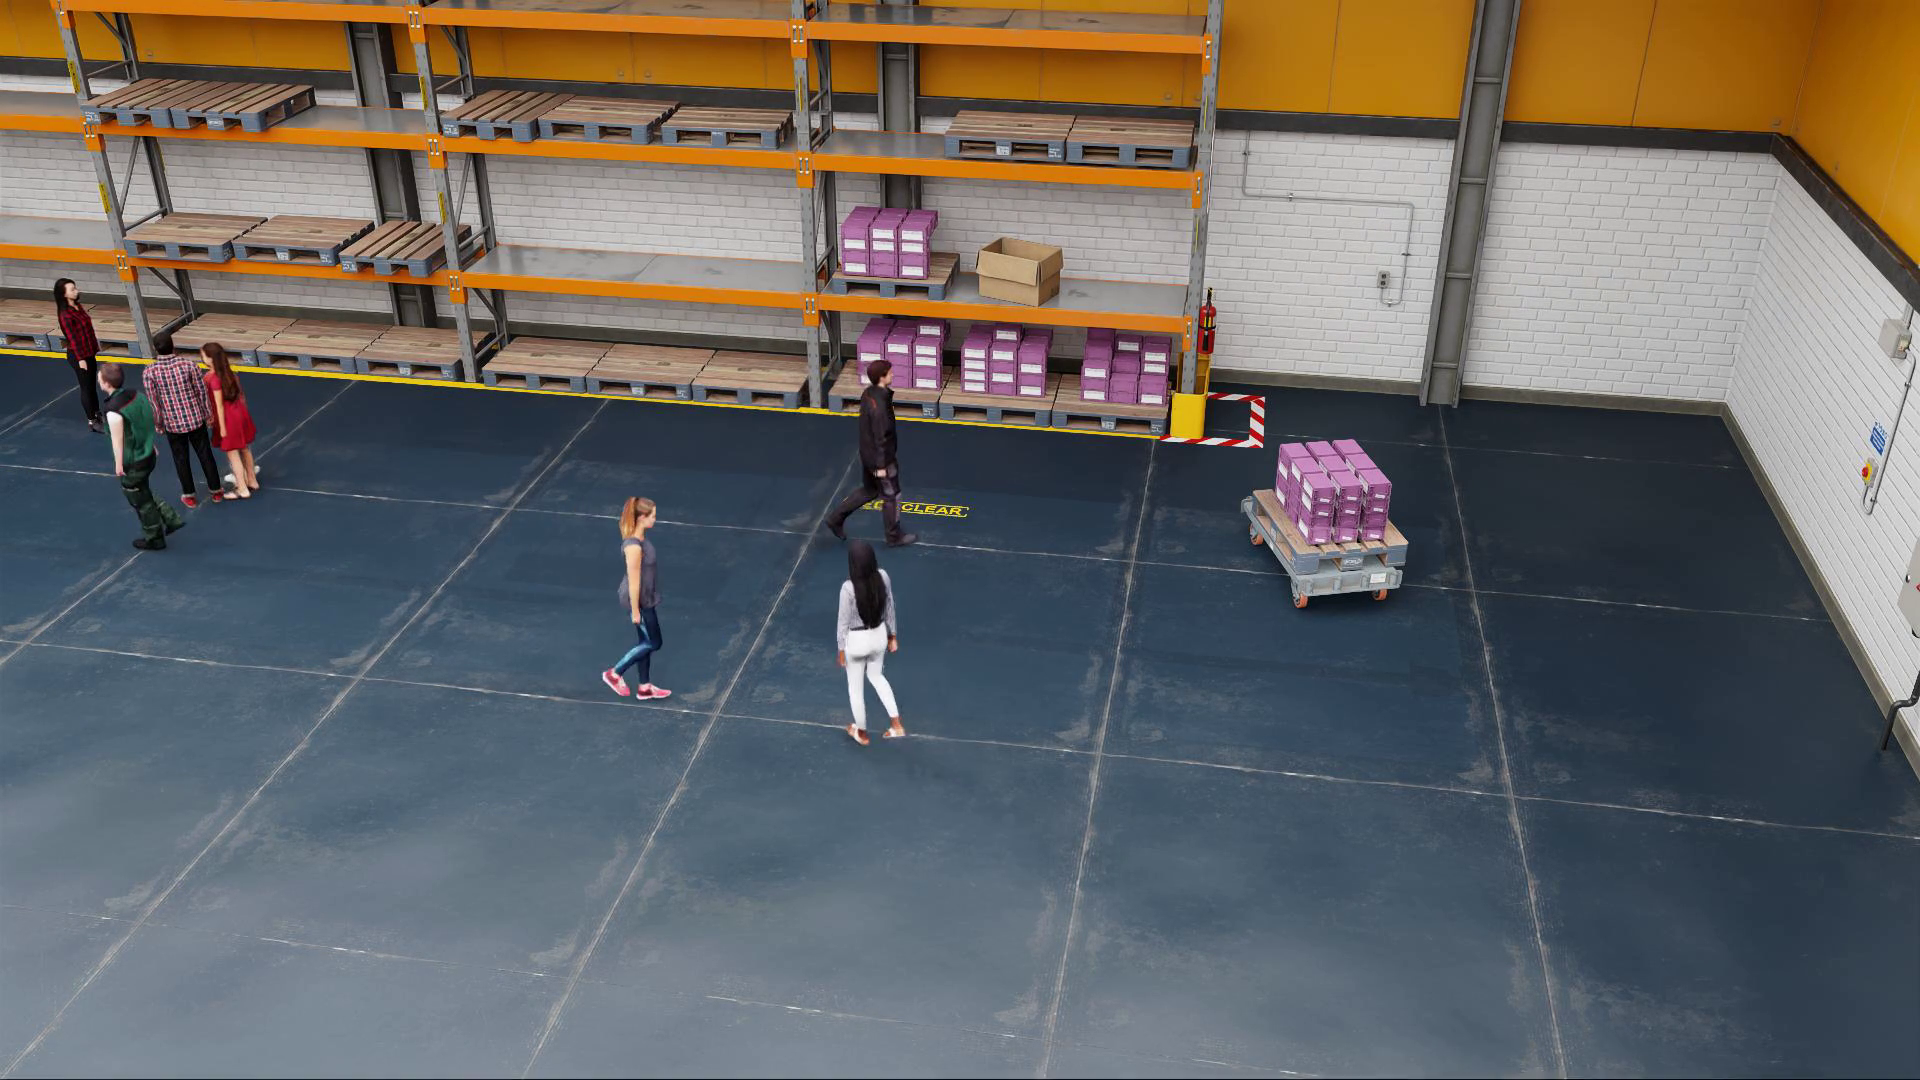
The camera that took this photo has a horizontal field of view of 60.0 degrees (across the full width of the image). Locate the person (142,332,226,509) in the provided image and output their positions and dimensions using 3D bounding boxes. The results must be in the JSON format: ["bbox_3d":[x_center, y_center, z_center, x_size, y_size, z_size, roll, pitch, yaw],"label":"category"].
[{"bbox_3d":[-7.354,-1.150,15.745,0.760,1.761,0.847,-14,32,-24],"label":"person"}]

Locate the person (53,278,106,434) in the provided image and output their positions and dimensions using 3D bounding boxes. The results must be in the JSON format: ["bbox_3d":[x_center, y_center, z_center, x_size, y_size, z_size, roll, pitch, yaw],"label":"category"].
[{"bbox_3d":[-9.131,-1.920,17.263,0.619,1.658,0.640,-5,29,-9],"label":"person"}]

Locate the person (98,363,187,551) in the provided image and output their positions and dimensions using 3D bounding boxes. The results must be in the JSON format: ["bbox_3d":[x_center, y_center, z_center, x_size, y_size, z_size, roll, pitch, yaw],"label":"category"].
[{"bbox_3d":[-7.326,-0.727,14.894,0.765,1.833,0.701,0,29,1],"label":"person"}]

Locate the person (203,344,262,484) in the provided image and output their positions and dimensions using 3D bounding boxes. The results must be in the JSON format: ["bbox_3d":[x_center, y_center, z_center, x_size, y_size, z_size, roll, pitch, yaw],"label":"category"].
[{"bbox_3d":[-7.150,-1.233,16.264,0.528,1.408,0.620,-3,29,-5],"label":"person"}]

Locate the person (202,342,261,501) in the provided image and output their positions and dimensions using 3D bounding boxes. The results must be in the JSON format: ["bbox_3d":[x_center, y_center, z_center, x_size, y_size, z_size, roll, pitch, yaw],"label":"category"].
[{"bbox_3d":[-7.007,-1.169,16.000,0.669,1.550,0.624,-1,29,-2],"label":"person"}]

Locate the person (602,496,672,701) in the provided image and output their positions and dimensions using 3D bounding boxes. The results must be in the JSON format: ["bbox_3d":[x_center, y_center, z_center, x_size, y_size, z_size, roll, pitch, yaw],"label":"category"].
[{"bbox_3d":[-2.551,0.480,12.808,0.831,1.712,0.733,-1,29,-1],"label":"person"}]

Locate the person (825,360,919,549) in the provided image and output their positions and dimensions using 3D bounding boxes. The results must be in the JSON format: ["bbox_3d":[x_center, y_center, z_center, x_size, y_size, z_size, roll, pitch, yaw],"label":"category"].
[{"bbox_3d":[-0.826,-0.732,14.921,1.198,1.816,1.012,-8,30,-14],"label":"person"}]

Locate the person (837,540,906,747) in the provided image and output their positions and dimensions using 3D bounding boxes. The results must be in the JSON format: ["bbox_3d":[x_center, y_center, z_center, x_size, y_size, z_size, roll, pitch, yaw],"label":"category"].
[{"bbox_3d":[-0.641,0.814,12.200,0.875,1.708,0.940,-22,36,-35],"label":"person"}]
